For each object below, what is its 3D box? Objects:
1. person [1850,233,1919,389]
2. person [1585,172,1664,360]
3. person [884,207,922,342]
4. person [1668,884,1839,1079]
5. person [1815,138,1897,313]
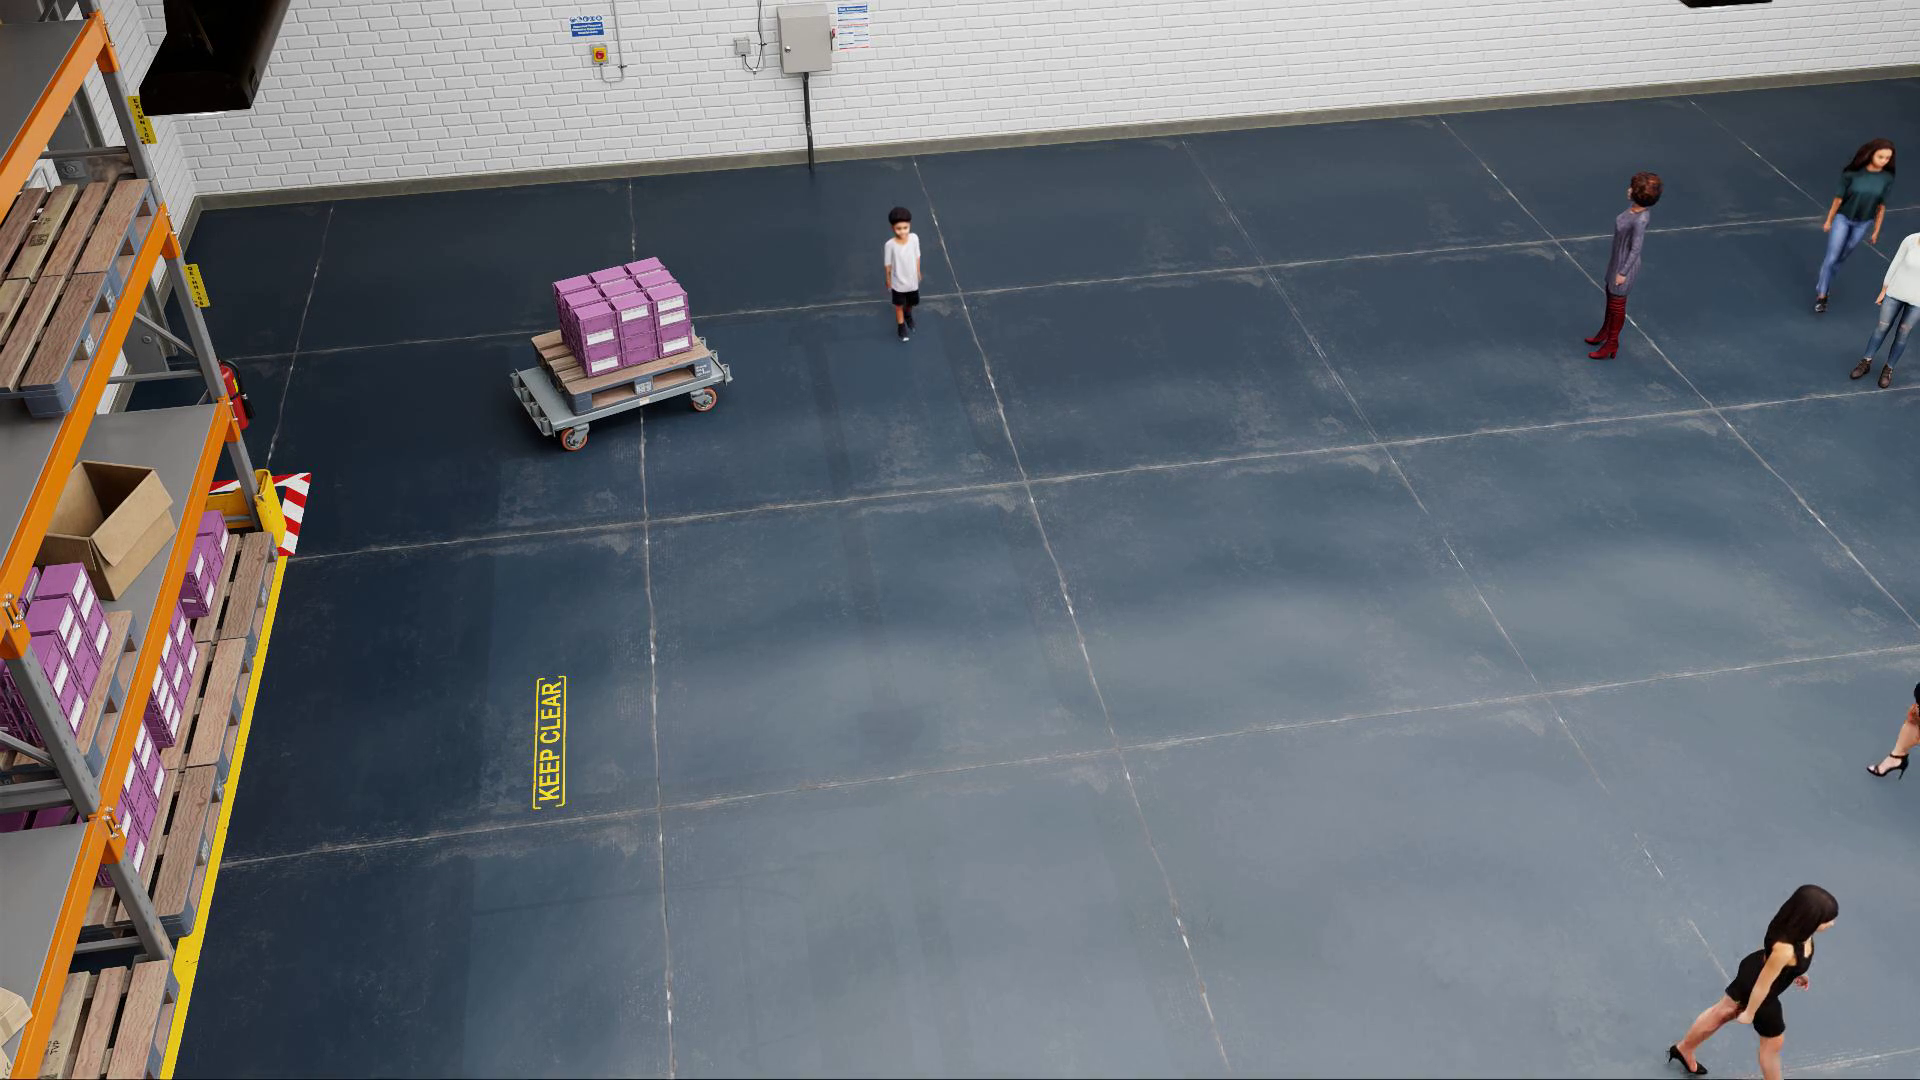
[{"bbox_3d":[7.944,-2.045,13.932,0.626,1.644,0.692,25,45,28],"label":"person"},{"bbox_3d":[5.690,-2.350,14.261,0.719,1.710,0.572,7,39,9],"label":"person"},{"bbox_3d":[-0.515,-2.376,14.662,0.527,1.251,0.569,-12,40,-15],"label":"person"},{"bbox_3d":[4.016,2.279,8.540,0.983,1.617,0.973,18,42,21],"label":"person"},{"bbox_3d":[8.059,-2.905,15.044,0.800,1.601,0.959,9,40,11],"label":"person"}]
